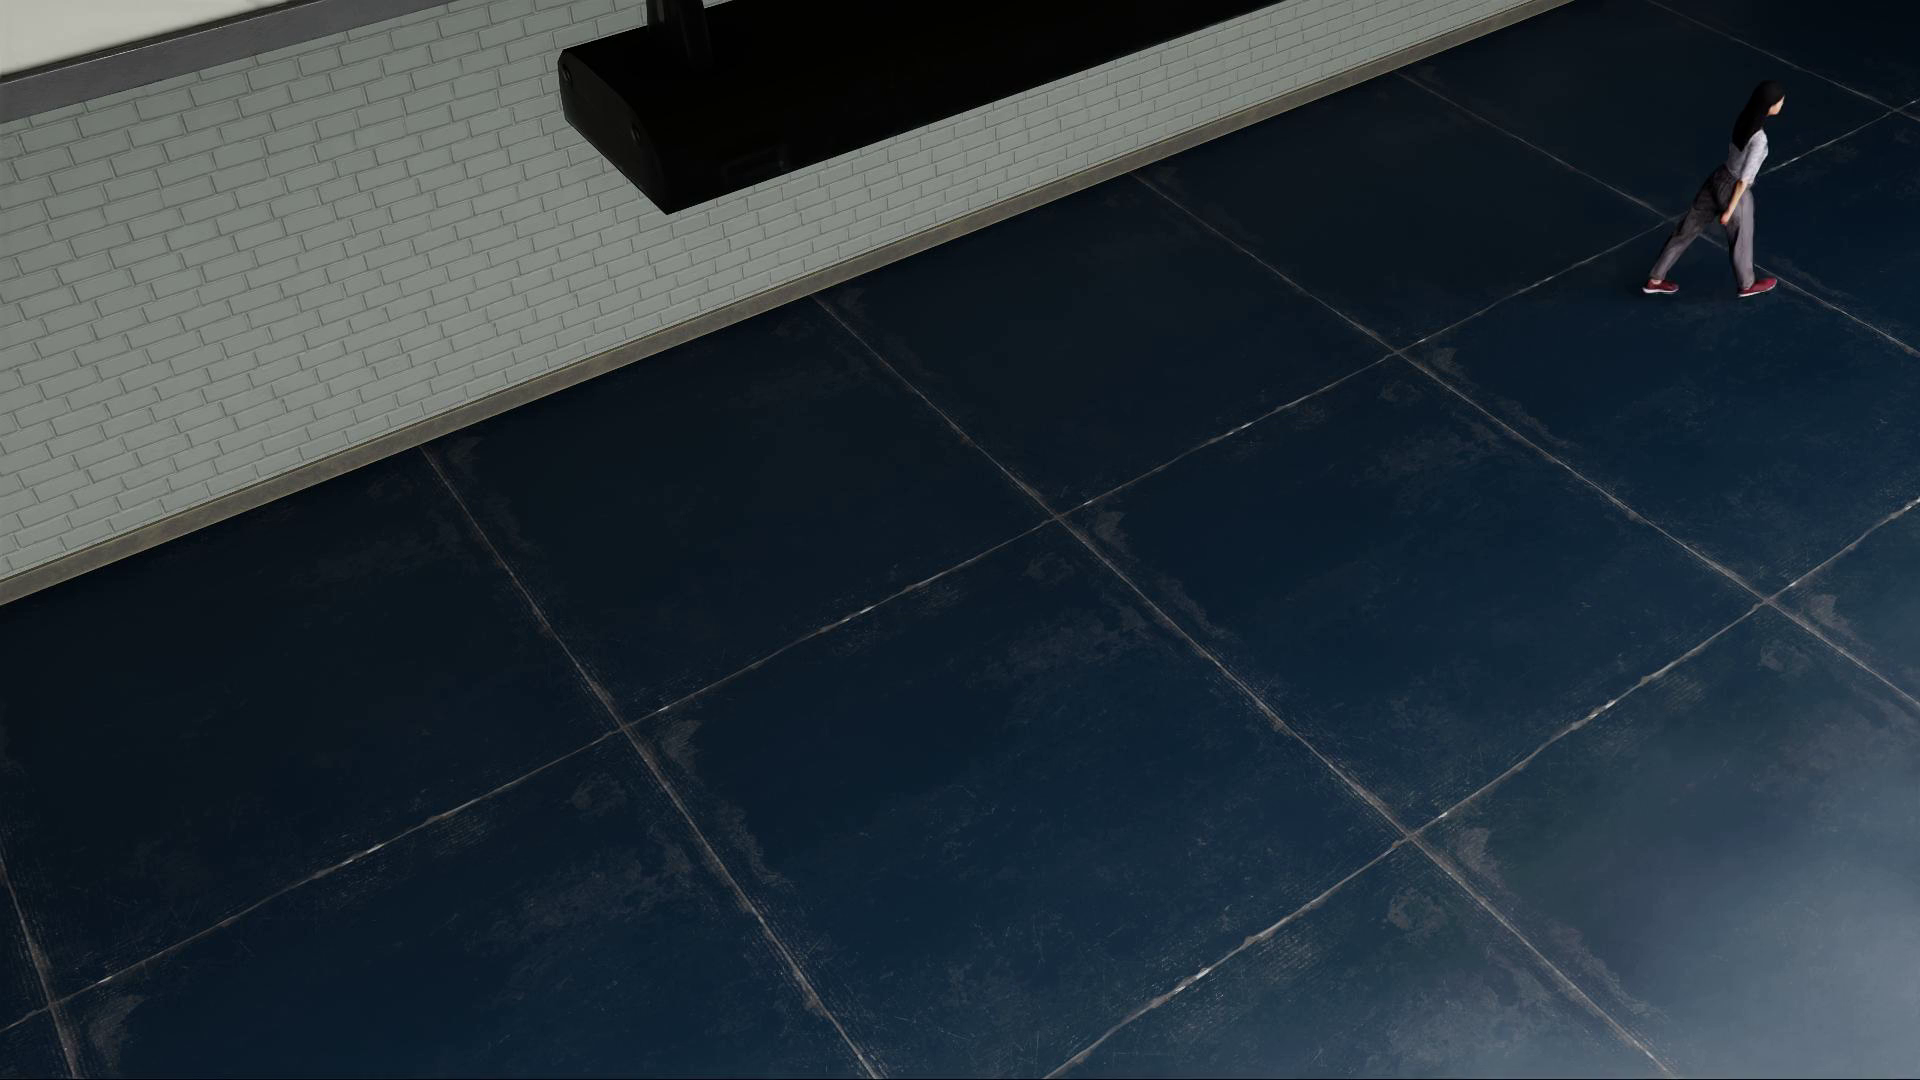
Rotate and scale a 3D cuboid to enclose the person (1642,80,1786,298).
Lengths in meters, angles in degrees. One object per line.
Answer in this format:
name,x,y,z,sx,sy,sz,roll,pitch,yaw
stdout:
person,5.230,-2.393,11.572,1.084,1.681,1.146,-1,43,-1
